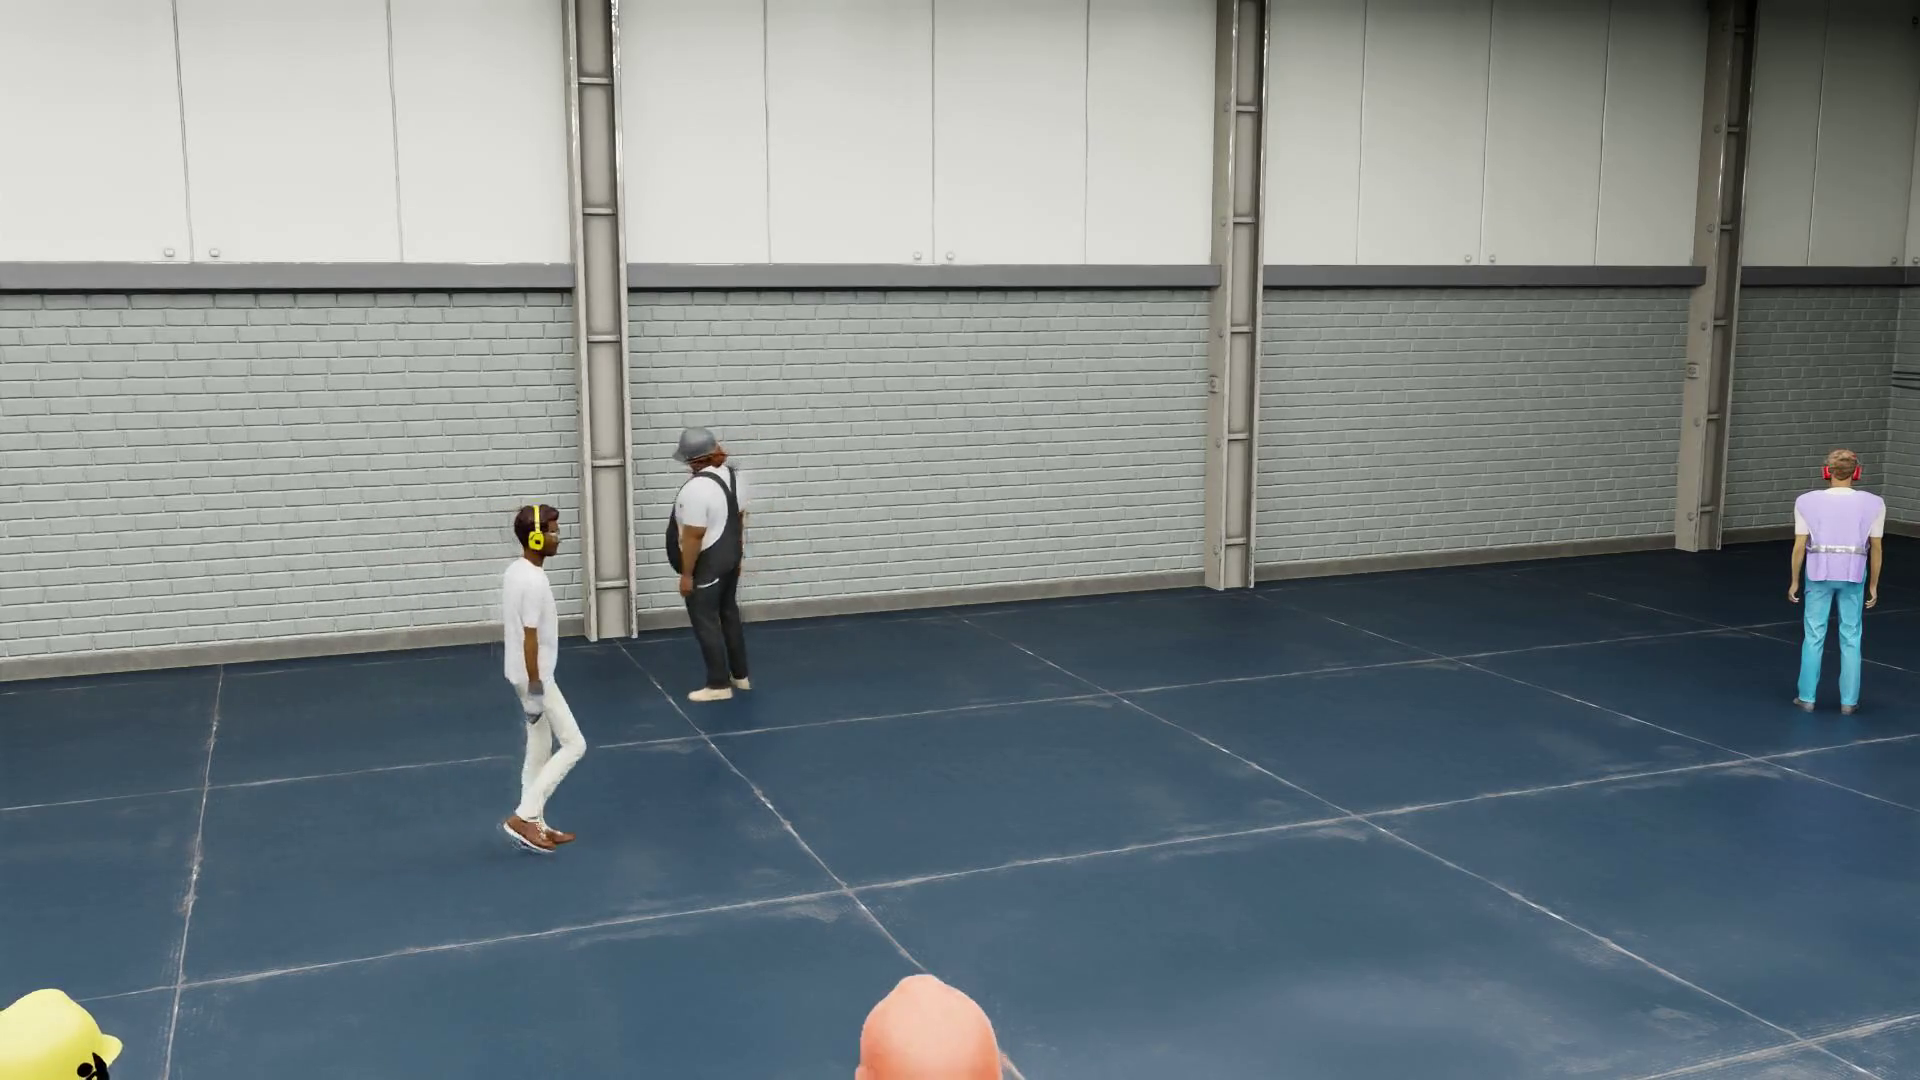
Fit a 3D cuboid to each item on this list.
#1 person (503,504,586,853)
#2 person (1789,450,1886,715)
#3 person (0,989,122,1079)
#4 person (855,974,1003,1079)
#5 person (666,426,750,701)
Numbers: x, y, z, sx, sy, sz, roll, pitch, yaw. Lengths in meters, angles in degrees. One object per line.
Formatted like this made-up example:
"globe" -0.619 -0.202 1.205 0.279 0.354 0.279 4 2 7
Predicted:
"person" -2.191 0.728 8.742 0.381 1.858 0.519 -5 10 -28
"person" 6.038 0.297 11.489 0.563 1.838 0.390 3 10 21
"person" -1.623 1.675 3.045 0.533 1.772 0.297 8 12 41
"person" -0.094 1.639 2.815 0.564 1.907 0.786 -4 10 -22
"person" -1.820 0.127 11.921 0.537 2.000 0.813 3 10 18
